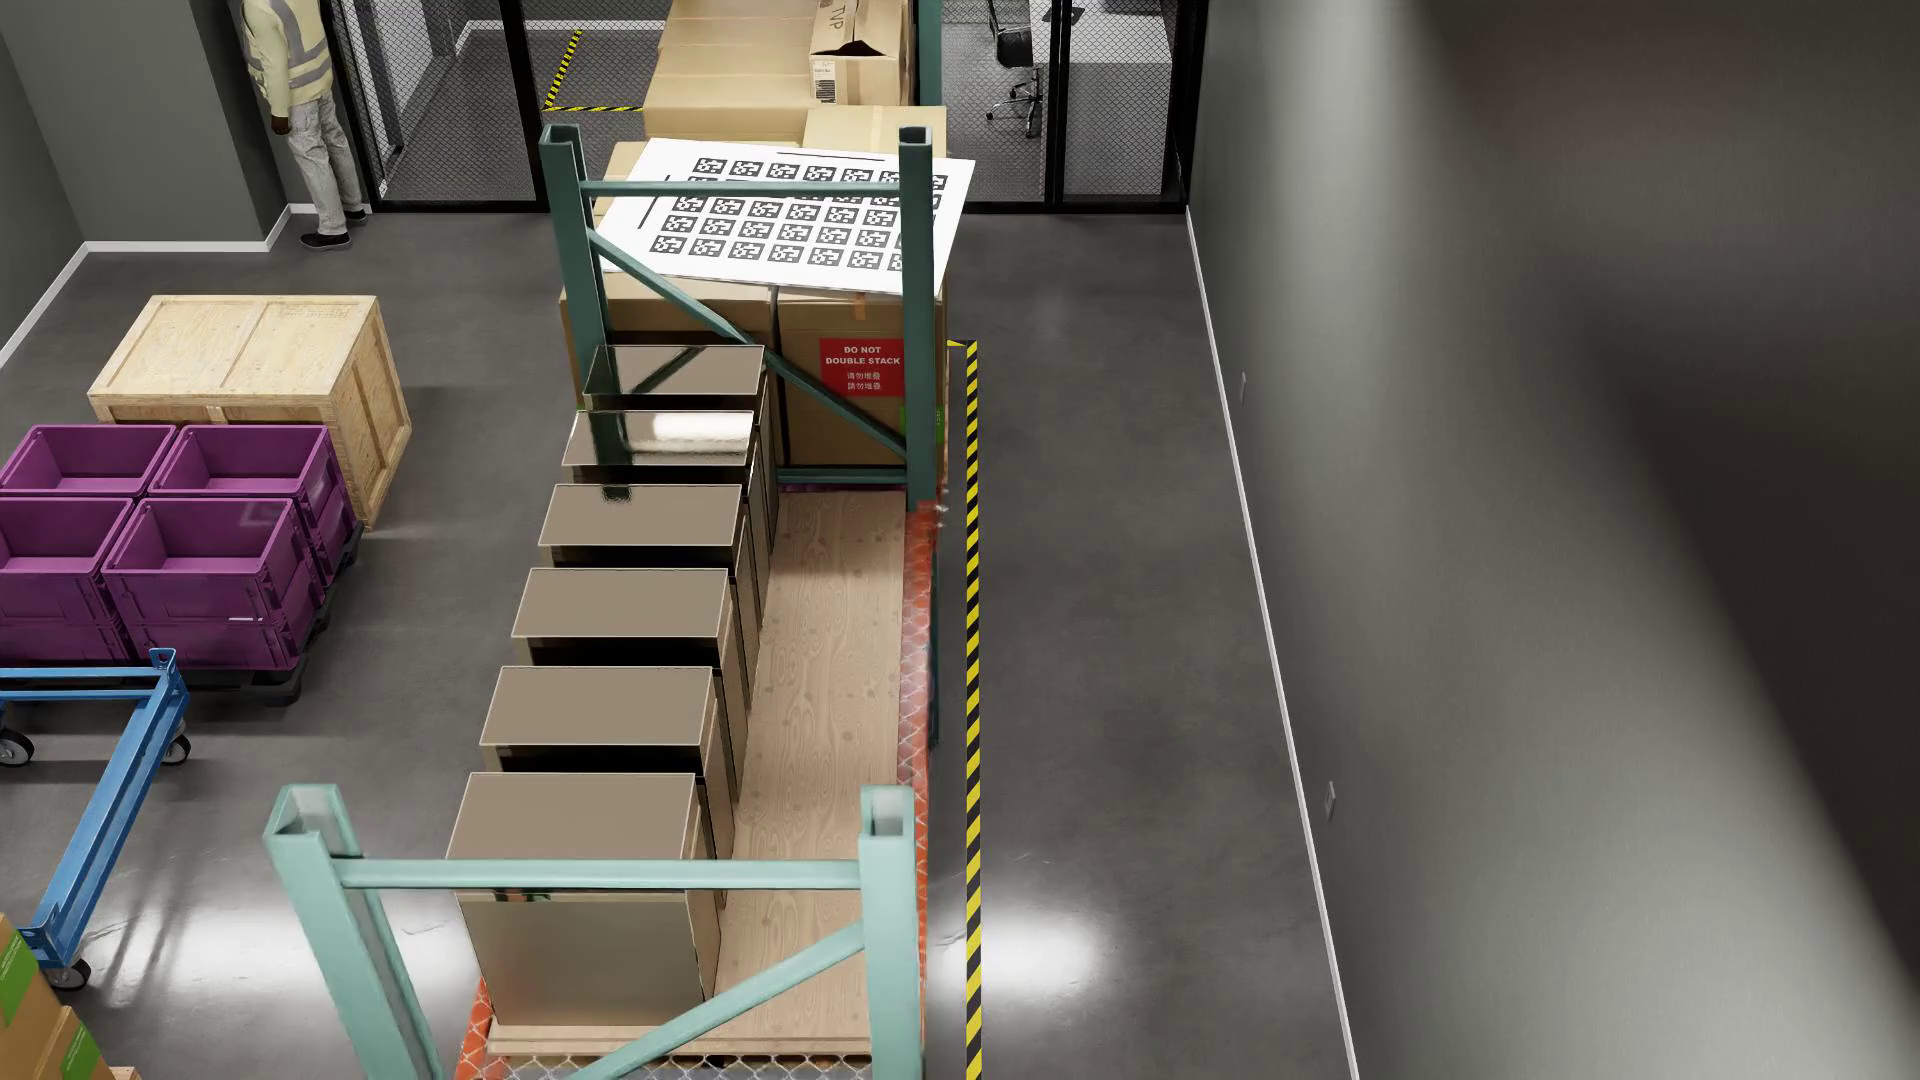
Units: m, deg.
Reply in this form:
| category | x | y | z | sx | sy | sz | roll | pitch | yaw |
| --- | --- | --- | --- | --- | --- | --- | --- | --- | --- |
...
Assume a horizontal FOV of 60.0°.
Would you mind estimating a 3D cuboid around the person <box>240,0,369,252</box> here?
| category | x | y | z | sx | sy | sz | roll | pitch | yaw |
| --- | --- | --- | --- | --- | --- | --- | --- | --- | --- |
| person | -3.479 | -2.393 | 8.701 | 0.404 | 1.831 | 0.600 | 5 | 41 | 5 |
